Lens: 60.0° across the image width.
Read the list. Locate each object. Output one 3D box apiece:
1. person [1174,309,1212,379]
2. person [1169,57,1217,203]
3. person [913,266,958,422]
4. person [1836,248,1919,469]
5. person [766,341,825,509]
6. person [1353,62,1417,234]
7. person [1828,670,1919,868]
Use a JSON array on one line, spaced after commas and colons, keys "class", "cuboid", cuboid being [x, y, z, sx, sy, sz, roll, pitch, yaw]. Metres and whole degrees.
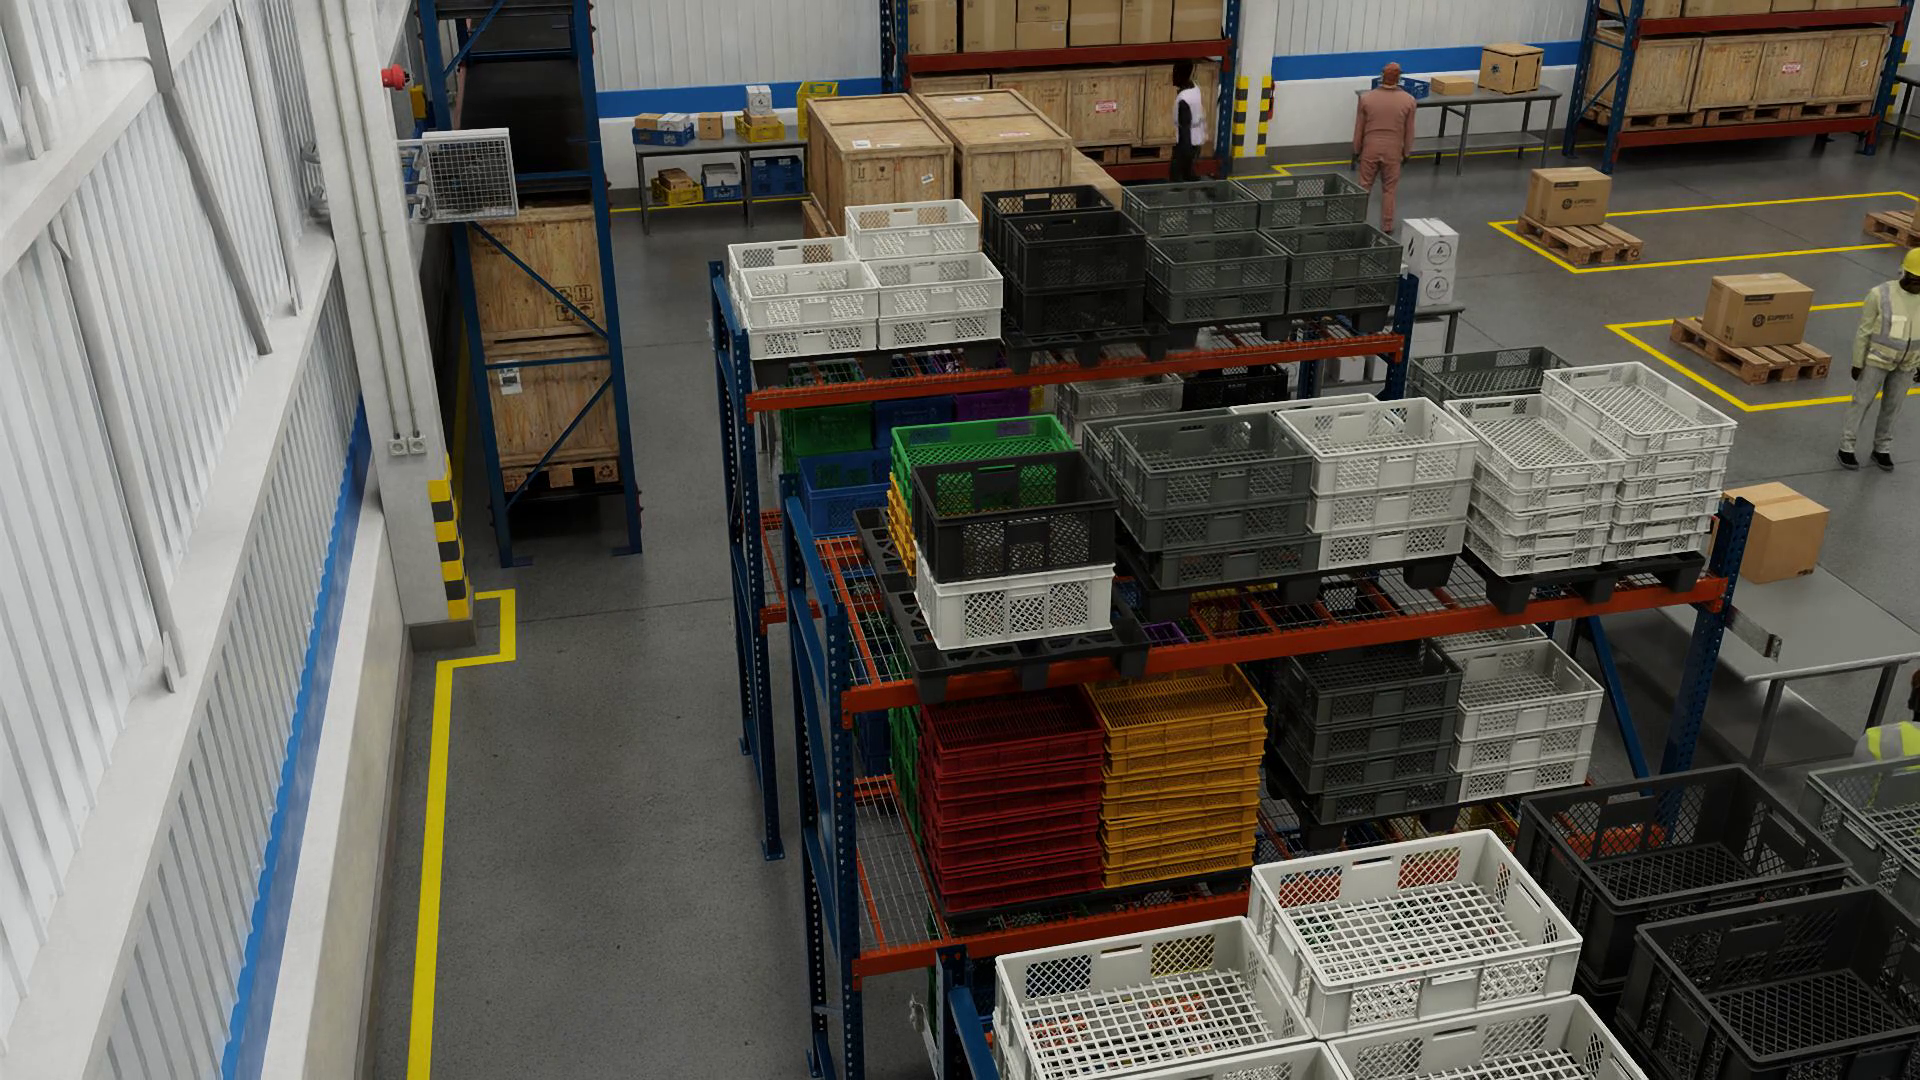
[{"class": "person", "cuboid": [1.669, -1.104, 12.442, 0.545, 1.847, 0.541, 10, 30, 19]}, {"class": "person", "cuboid": [2.627, -4.492, 18.805, 0.713, 1.899, 0.611, 9, 29, 17]}, {"class": "person", "cuboid": [-0.196, -1.220, 12.617, 0.361, 1.883, 0.574, -4, 28, -8]}, {"class": "person", "cuboid": [7.320, -1.419, 13.060, 0.587, 1.824, 0.403, 2, 28, 4]}, {"class": "person", "cuboid": [-1.187, -0.976, 12.097, 0.368, 1.935, 0.636, -23, 36, -37]}, {"class": "person", "cuboid": [4.716, -4.354, 18.551, 0.656, 1.901, 0.396, 7, 29, 13]}, {"class": "person", "cuboid": [4.337, 1.391, 7.718, 0.630, 1.836, 0.430, 3, 28, 5]}]
